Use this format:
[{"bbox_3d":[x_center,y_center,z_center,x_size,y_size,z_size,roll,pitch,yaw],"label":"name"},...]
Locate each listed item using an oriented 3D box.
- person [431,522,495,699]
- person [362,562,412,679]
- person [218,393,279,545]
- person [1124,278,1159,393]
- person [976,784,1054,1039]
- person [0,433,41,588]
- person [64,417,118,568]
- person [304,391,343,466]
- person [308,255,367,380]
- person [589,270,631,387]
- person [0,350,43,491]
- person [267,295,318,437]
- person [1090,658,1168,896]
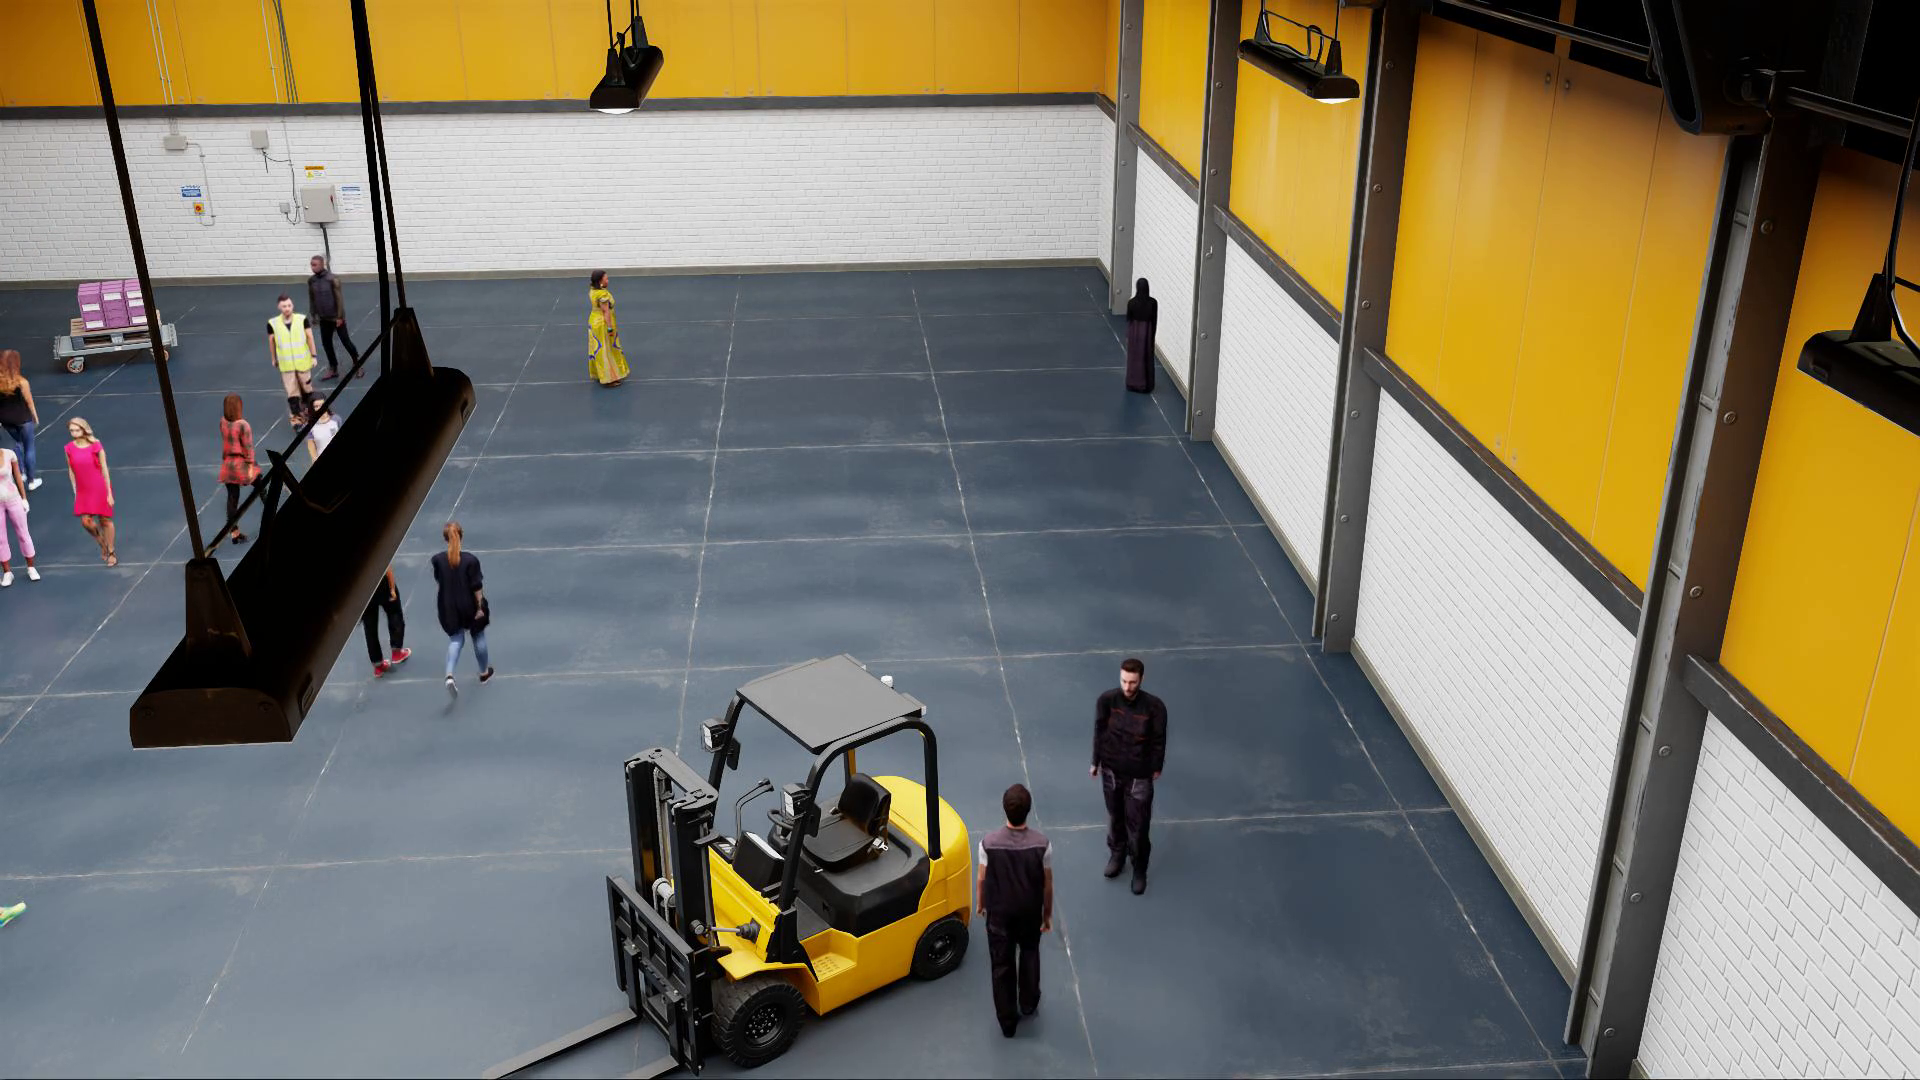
[{"bbox_3d":[-4.575,0.658,15.162,0.699,1.667,0.999,2,24,5],"label":"person"},{"bbox_3d":[-5.489,0.473,15.486,0.689,1.746,0.777,1,24,3],"label":"person"},{"bbox_3d":[-8.031,-0.758,18.404,0.870,1.665,1.095,7,25,16],"label":"person"},{"bbox_3d":[2.541,-2.881,23.326,0.658,1.611,0.676,2,24,5],"label":"person"},{"bbox_3d":[0.350,2.465,10.816,0.643,1.837,0.642,-1,24,-3],"label":"person"},{"bbox_3d":[-10.018,-0.379,17.437,0.653,1.744,0.649,-13,27,-28],"label":"person"},{"bbox_3d":[-9.256,-0.552,17.869,0.595,1.715,0.622,-2,24,-4],"label":"person"},{"bbox_3d":[-7.083,-0.863,18.586,0.863,1.710,1.002,-16,28,-32],"label":"person"},{"bbox_3d":[-8.976,-3.182,23.744,0.916,1.828,0.869,8,25,17],"label":"person"},{"bbox_3d":[-5.065,-3.027,23.600,1.042,1.660,0.911,-14,27,-28],"label":"person"},{"bbox_3d":[-11.264,-1.395,19.807,0.609,1.708,0.613,0,24,-1],"label":"person"},{"bbox_3d":[-8.718,-2.330,21.819,0.979,1.809,1.216,-12,26,-25],"label":"person"},{"bbox_3d":[1.276,1.689,12.519,0.832,1.894,0.866,11,26,24],"label":"person"}]
